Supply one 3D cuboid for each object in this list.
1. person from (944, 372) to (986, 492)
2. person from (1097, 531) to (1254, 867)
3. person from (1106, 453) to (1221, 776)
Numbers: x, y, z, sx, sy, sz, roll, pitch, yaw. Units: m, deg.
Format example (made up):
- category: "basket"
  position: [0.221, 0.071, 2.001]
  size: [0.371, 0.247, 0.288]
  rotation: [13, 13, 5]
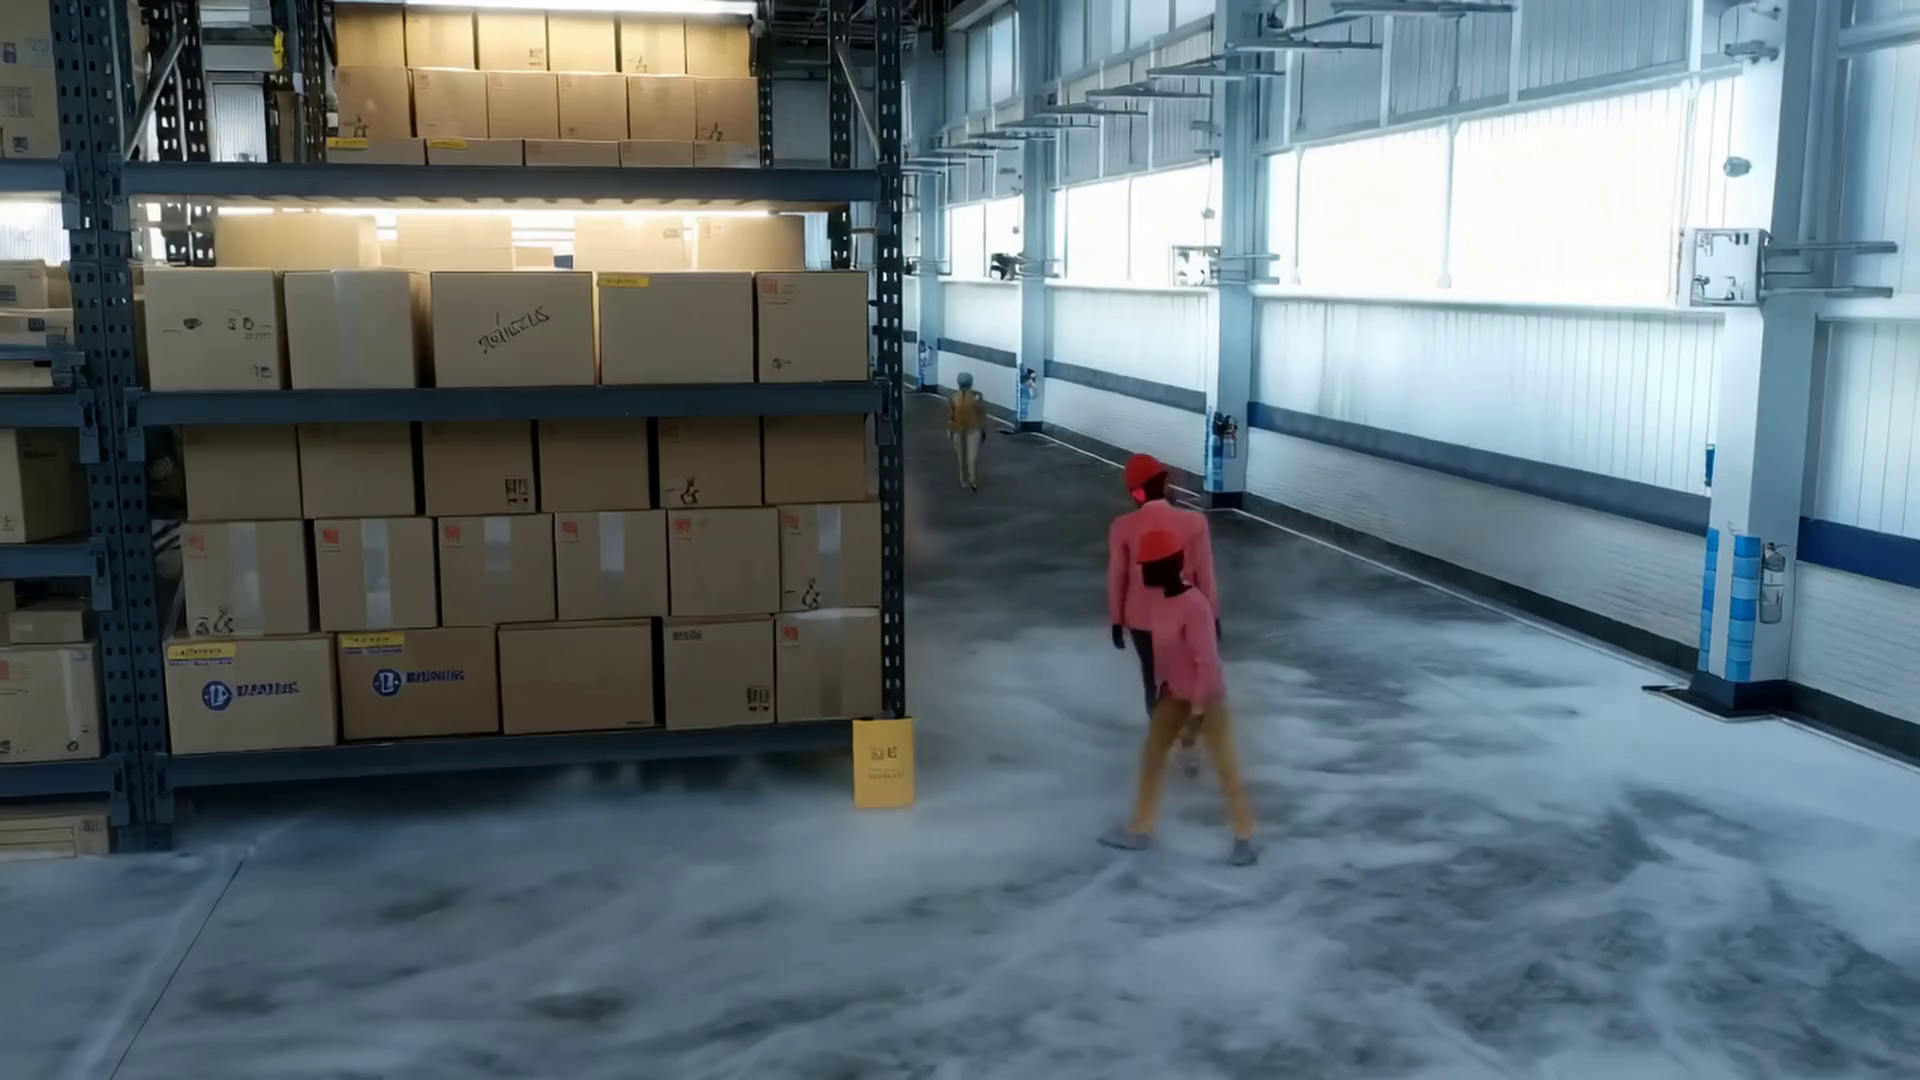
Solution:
- category: "person"
  position: [0.059, -1.440, 22.410]
  size: [0.551, 1.609, 0.711]
  rotation: [1, 9, 7]
- category: "person"
  position: [1.137, 0.807, 8.475]
  size: [0.809, 1.704, 0.586]
  rotation: [-5, 11, -29]
- category: "person"
  position: [1.201, 0.465, 9.821]
  size: [0.690, 1.943, 0.500]
  rotation: [1, 9, 3]
